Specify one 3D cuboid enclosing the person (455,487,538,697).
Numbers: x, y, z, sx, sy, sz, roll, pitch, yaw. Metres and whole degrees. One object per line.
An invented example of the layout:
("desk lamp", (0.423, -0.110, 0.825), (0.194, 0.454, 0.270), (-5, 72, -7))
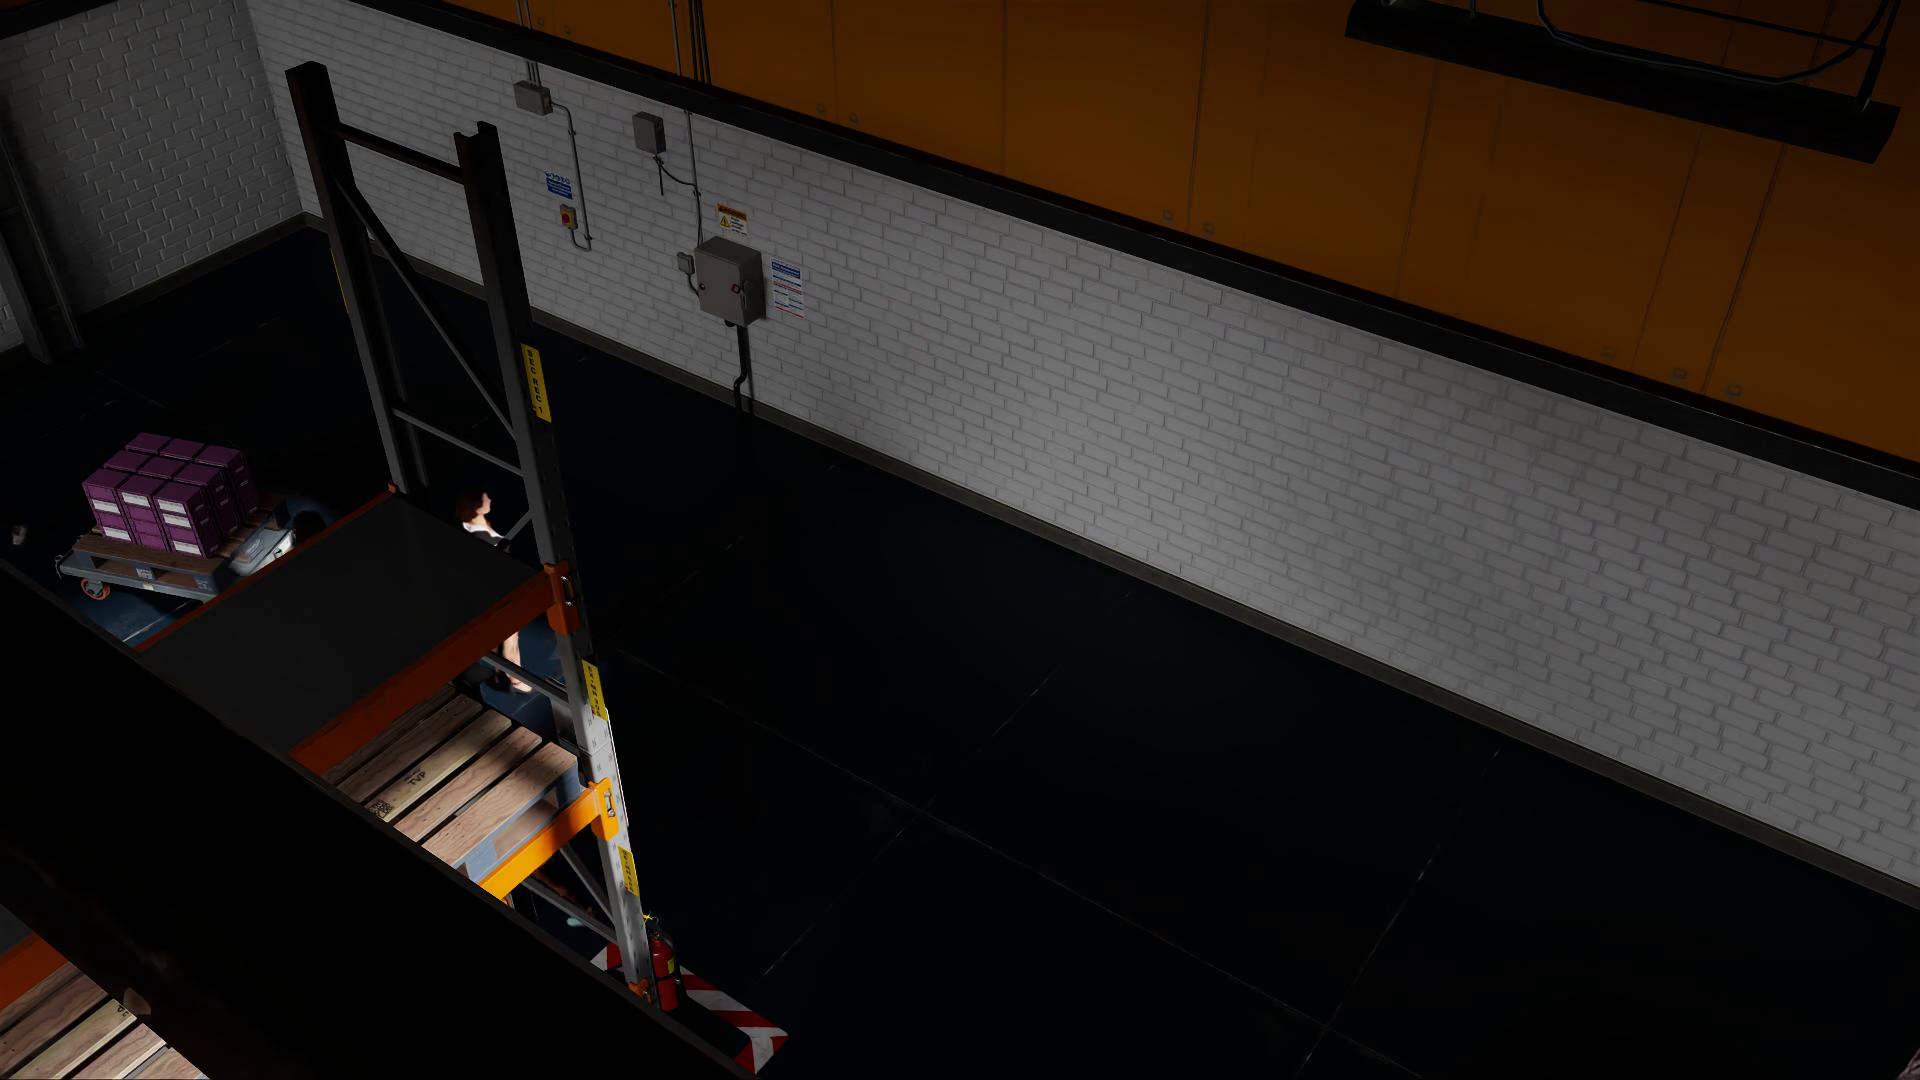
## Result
("person", (-3.260, 0.373, 11.647), (0.611, 1.795, 0.536), (32, 48, 33))
